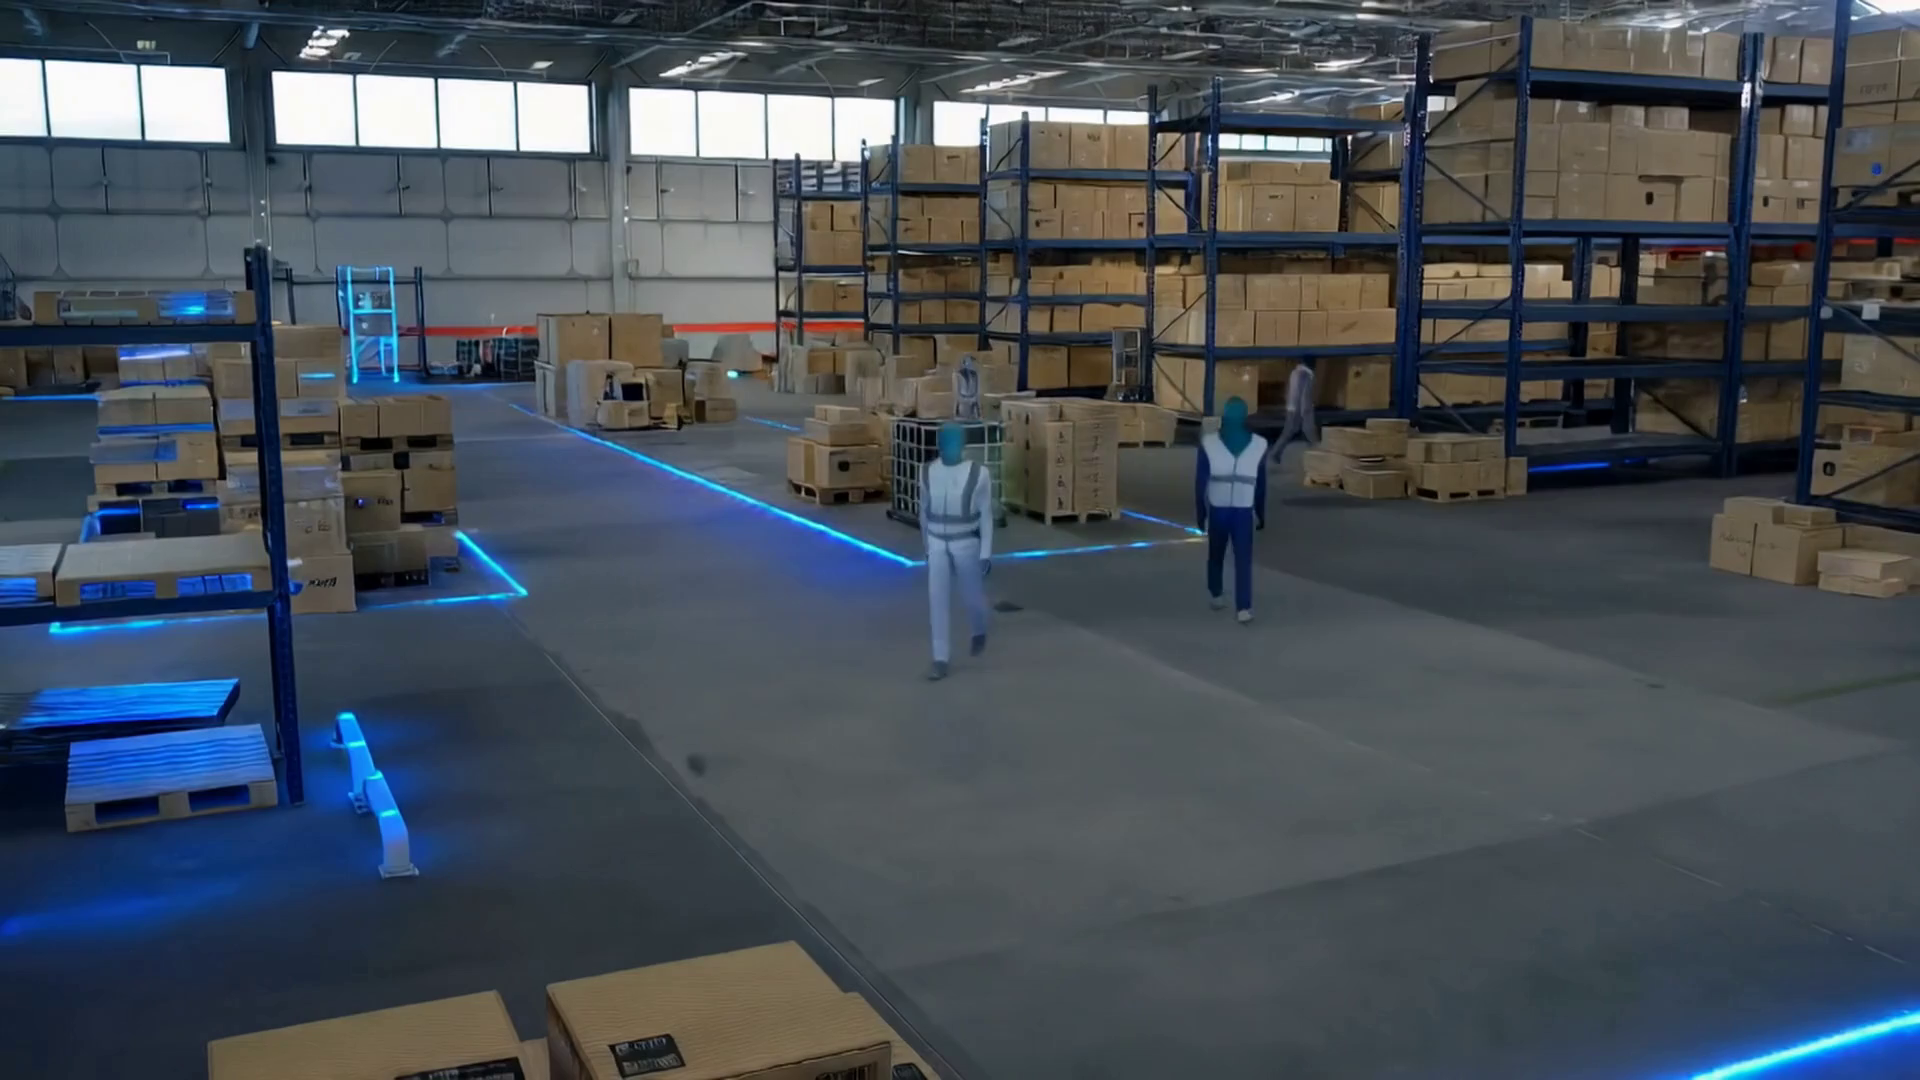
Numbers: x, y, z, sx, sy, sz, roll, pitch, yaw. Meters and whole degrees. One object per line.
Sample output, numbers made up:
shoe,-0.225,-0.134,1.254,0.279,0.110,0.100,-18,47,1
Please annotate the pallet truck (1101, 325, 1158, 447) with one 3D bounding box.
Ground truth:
pallet truck,2.881,-2.596,27.923,0.823,1.965,1.885,-1,9,-7

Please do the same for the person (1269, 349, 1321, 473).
person,4.923,-1.844,23.899,0.977,1.785,0.652,-1,9,-8

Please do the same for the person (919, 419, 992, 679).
person,-0.003,0.032,12.106,0.576,1.856,0.862,4,10,23

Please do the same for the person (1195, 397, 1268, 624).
person,2.260,-0.262,13.876,0.610,1.861,1.050,0,9,1

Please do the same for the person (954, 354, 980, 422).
person,0.081,-2.107,26.061,0.520,1.618,0.688,-6,11,-32
